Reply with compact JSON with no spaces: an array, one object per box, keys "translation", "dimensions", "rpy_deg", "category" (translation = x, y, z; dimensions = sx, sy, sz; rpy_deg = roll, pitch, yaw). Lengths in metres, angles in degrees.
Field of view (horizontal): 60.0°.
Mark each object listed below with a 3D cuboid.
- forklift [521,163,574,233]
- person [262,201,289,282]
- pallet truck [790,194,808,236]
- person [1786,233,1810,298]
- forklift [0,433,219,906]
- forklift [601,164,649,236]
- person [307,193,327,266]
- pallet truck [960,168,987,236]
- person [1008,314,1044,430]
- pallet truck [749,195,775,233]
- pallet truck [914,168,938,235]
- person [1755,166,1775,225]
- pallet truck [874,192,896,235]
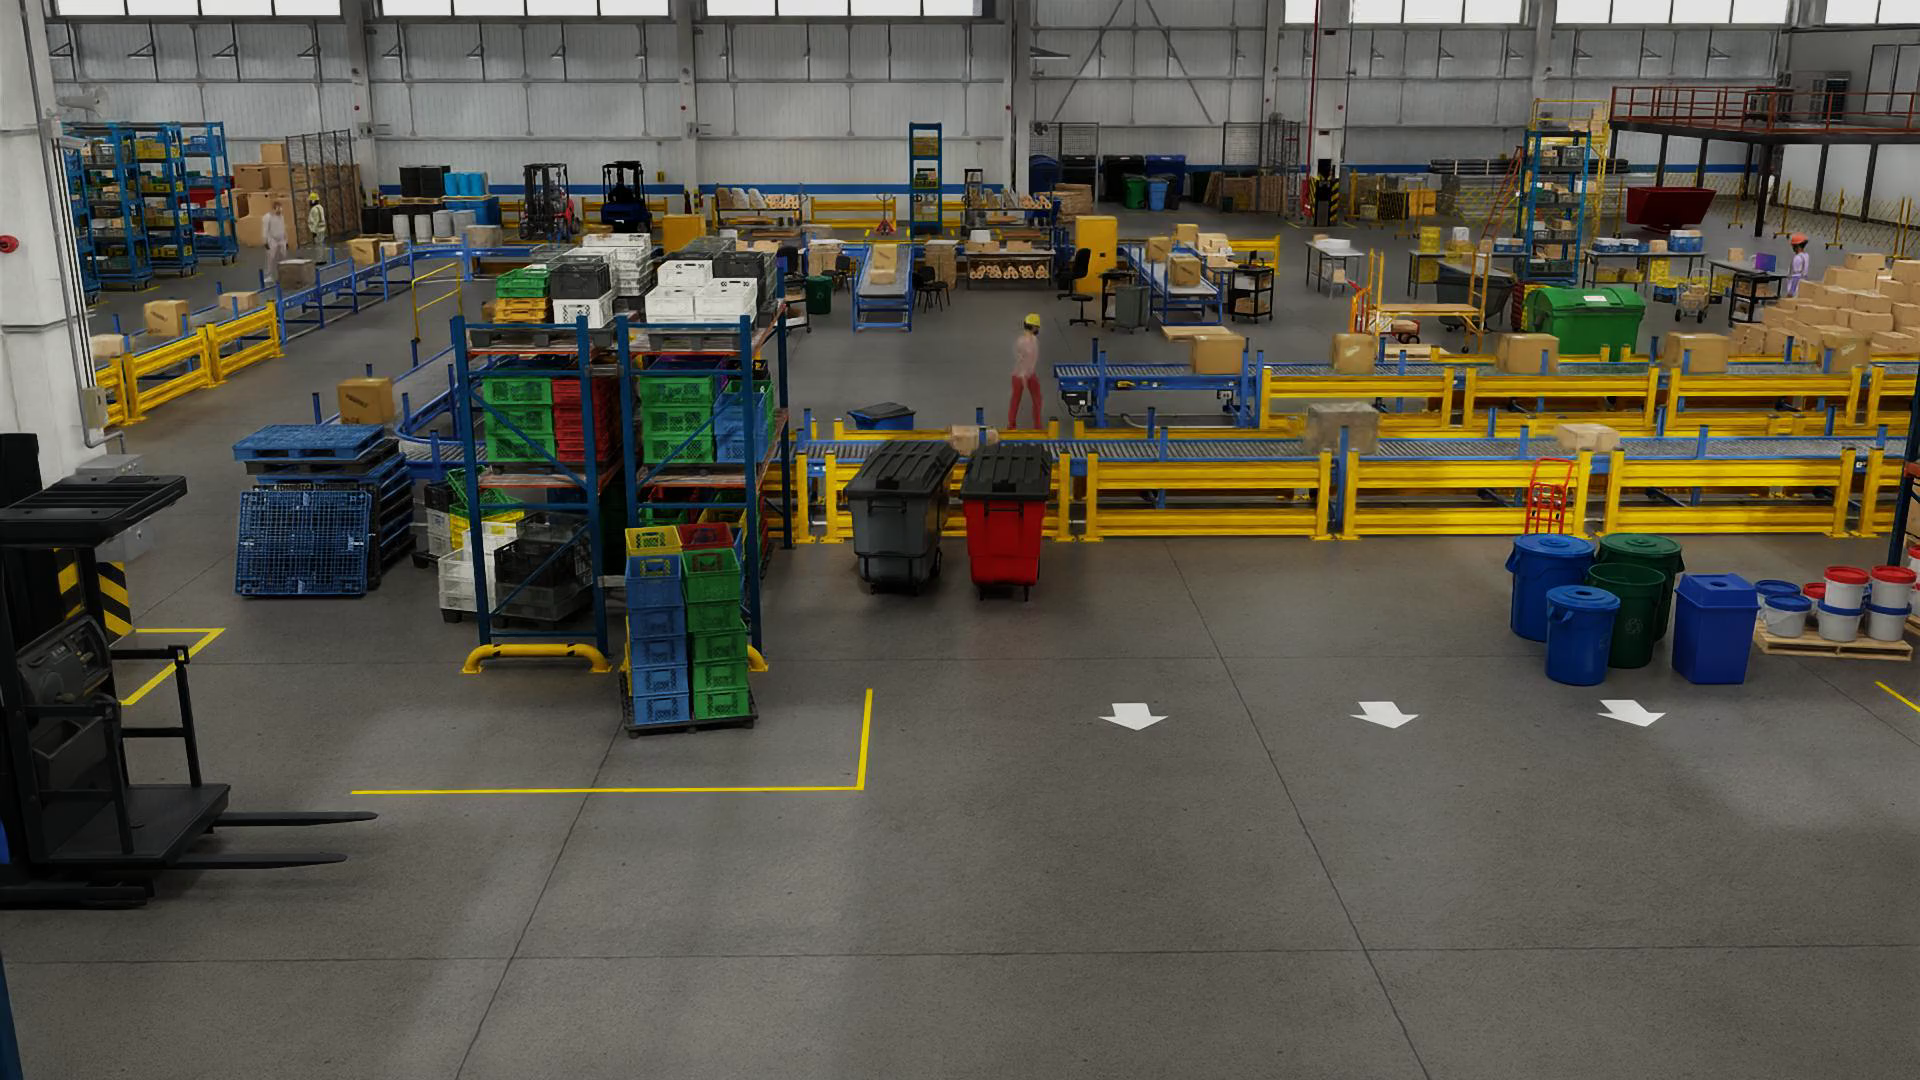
[{"translation":[-12.233,-10.122,49.298],"dimensions":[1.157,1.987,2.680],"rpy_deg":[0,16,-1],"category":"forklift"},{"translation":[-16.298,-7.074,39.485],"dimensions":[0.398,1.870,0.841],"rpy_deg":[9,18,28],"category":"person"},{"translation":[-4.814,-9.883,50.259],"dimensions":[0.704,1.261,1.522],"rpy_deg":[-1,16,-3],"category":"pallet truck"},{"translation":[15.356,-4.617,30.628],"dimensions":[0.394,2.037,0.605],"rpy_deg":[12,20,37],"category":"person"},{"translation":[-5.952,0.780,10.366],"dimensions":[1.873,2.768,1.129],"rpy_deg":[0,16,-1],"category":"forklift"},{"translation":[-9.948,-10.127,49.296],"dimensions":[1.157,1.987,2.680],"rpy_deg":[-1,16,-3],"category":"forklift"},{"translation":[-16.444,-7.938,42.532],"dimensions":[0.403,1.835,0.588],"rpy_deg":[-2,16,-6],"category":"person"},{"translation":[0.383,-10.230,50.206],"dimensions":[0.823,1.965,1.885],"rpy_deg":[-1,16,-3],"category":"pallet truck"},{"translation":[0.970,-2.233,22.868],"dimensions":[0.743,1.725,0.562],"rpy_deg":[12,20,37],"category":"person"},{"translation":[-6.051,-9.967,50.660],"dimensions":[0.680,1.201,1.601],"rpy_deg":[0,16,-1],"category":"pallet truck"},{"translation":[-0.989,-10.316,50.507],"dimensions":[0.823,1.965,1.885],"rpy_deg":[1,16,3],"category":"pallet truck"},{"translation":[25.742,-11.008,53.141],"dimensions":[0.585,1.874,0.382],"rpy_deg":[-8,18,-25],"category":"person"},{"translation":[-2.277,-9.986,50.594],"dimensions":[0.653,1.274,1.630],"rpy_deg":[0,16,-1],"category":"pallet truck"}]
